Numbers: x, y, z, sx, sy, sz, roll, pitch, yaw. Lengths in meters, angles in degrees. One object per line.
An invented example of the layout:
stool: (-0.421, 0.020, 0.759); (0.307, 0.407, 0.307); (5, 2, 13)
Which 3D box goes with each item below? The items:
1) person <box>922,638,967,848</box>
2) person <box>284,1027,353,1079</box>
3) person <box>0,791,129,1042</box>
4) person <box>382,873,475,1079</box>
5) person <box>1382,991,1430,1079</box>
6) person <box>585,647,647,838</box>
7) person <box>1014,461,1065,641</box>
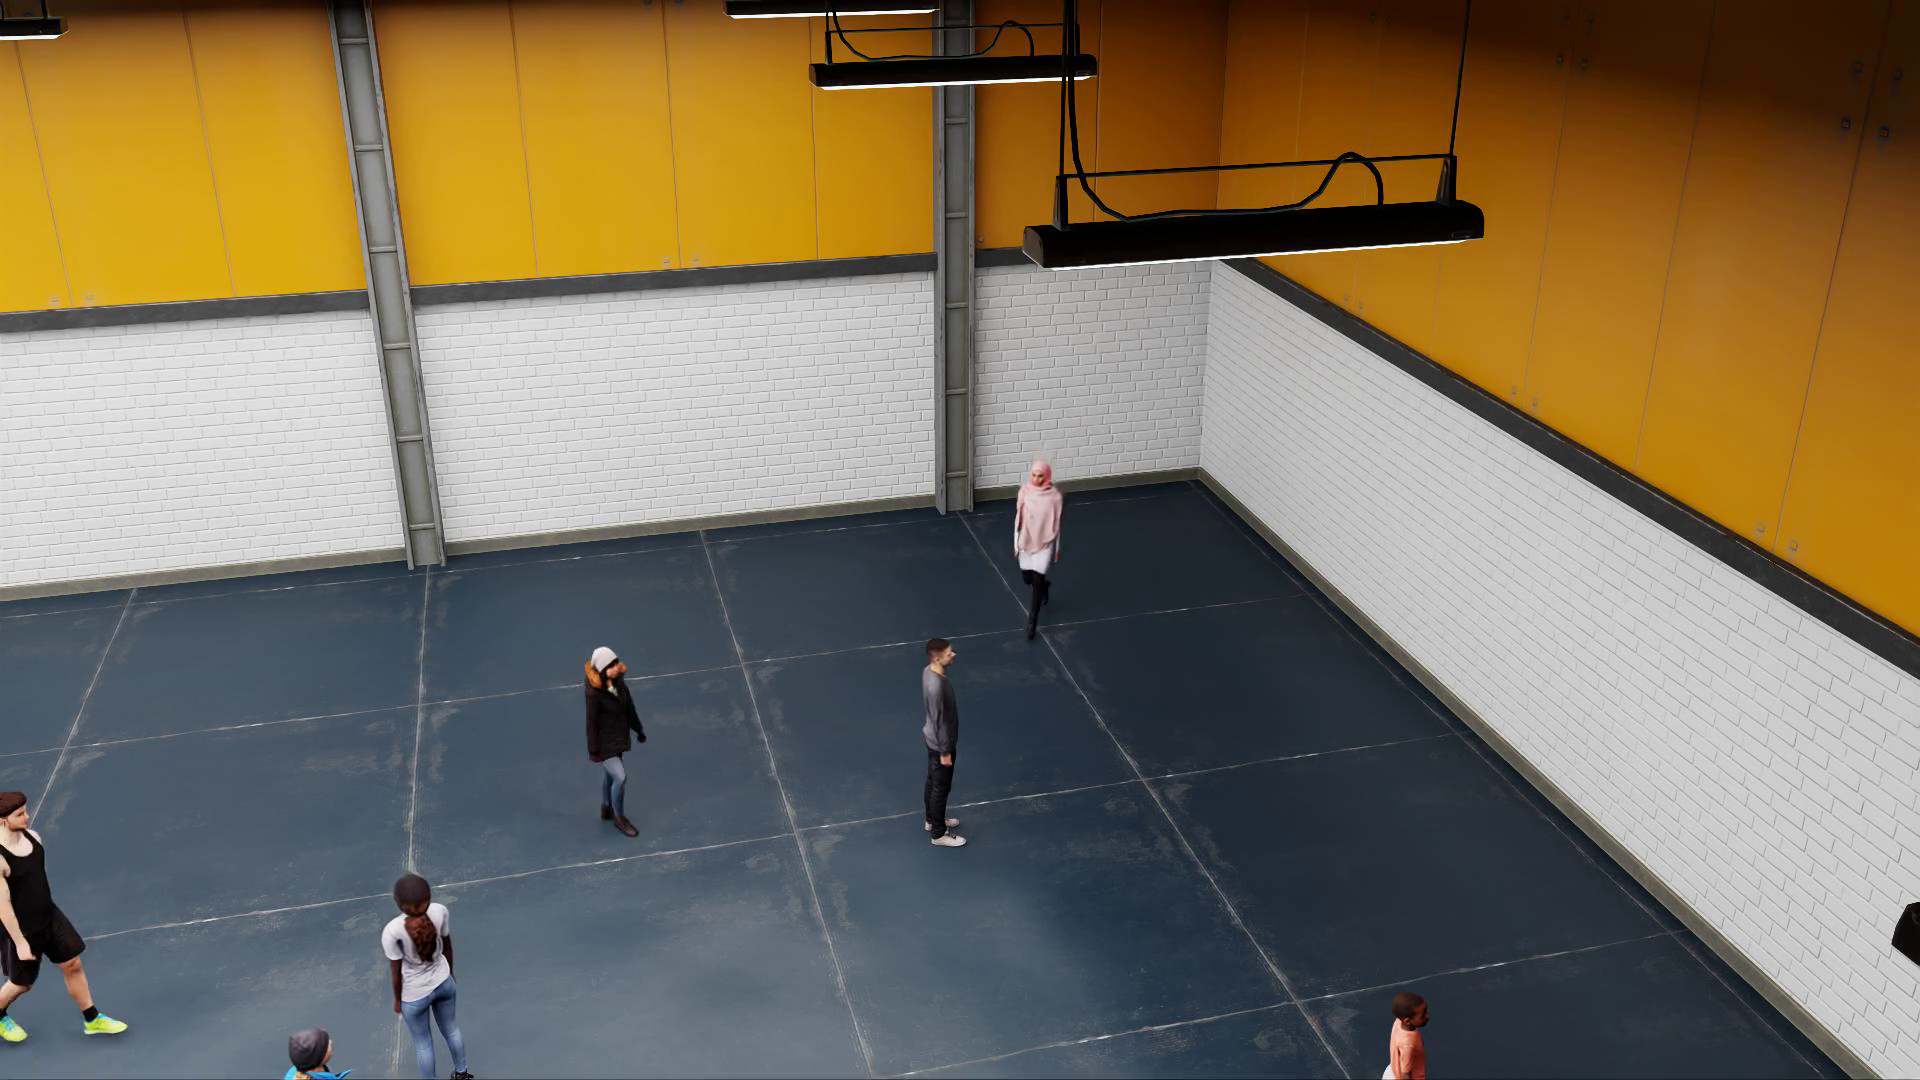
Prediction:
person: (-0.160, 1.570, 13.074); (0.561, 1.761, 0.630); (-4, 24, -9)
person: (-3.375, 3.363, 8.929); (0.685, 1.795, 0.728); (15, 28, 31)
person: (-6.115, 2.500, 10.816); (1.236, 1.864, 0.995); (4, 24, 8)
person: (-3.312, 2.792, 10.333); (0.731, 1.718, 0.636); (20, 30, 38)
person: (2.606, 3.224, 9.853); (0.581, 1.310, 0.558); (4, 24, 10)
person: (-2.854, 1.562, 13.266); (0.836, 1.621, 0.782); (8, 25, 18)
person: (0.785, 0.051, 16.524); (1.113, 1.781, 1.062); (7, 25, 15)
